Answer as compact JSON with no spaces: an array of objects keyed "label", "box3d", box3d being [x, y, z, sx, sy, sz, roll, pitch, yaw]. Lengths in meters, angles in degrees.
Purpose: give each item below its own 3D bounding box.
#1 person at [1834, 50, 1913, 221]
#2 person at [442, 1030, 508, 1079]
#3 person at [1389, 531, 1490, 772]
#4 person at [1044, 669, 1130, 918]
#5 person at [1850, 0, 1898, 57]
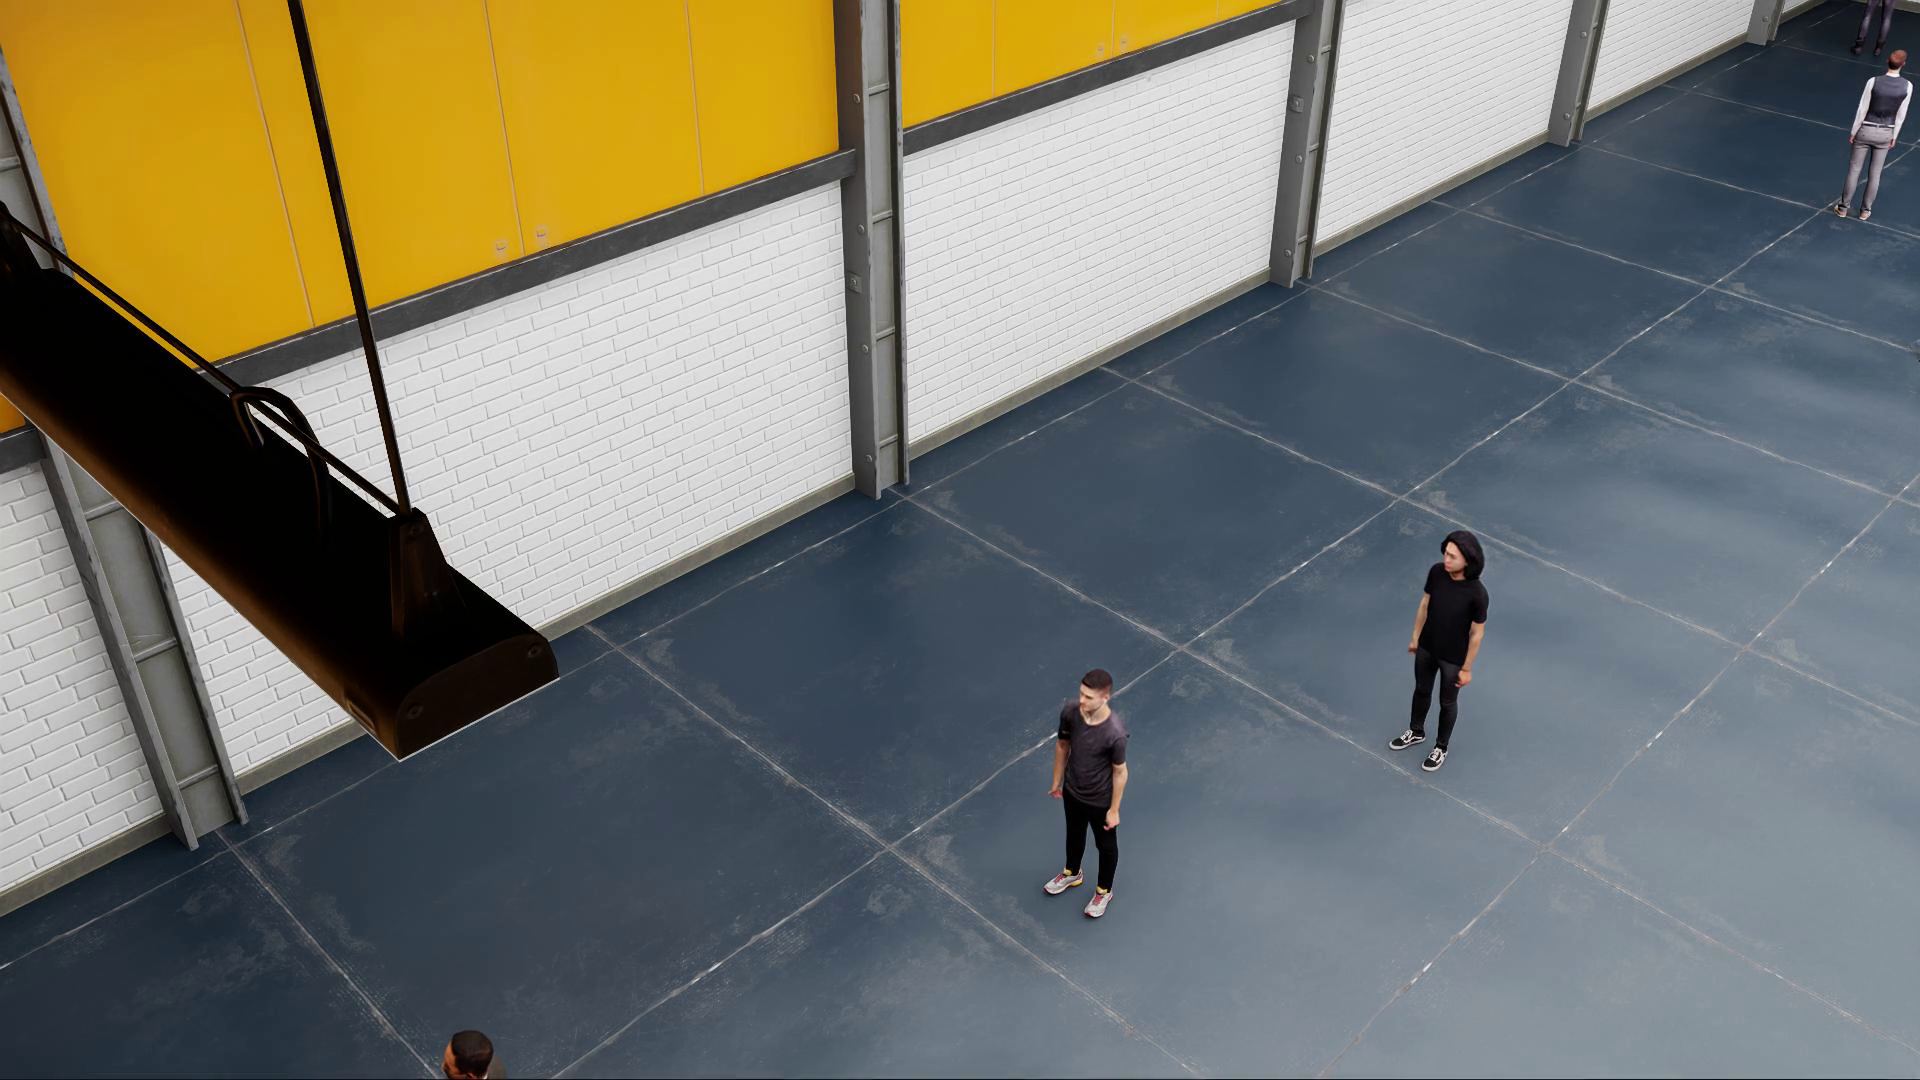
[{"label":"person","box3d":[10.404,-4.617,18.915,0.730,1.937,0.704,13,36,19]},{"label":"person","box3d":[-2.158,2.910,7.712,0.712,1.805,0.755,-11,35,-16]},{"label":"person","box3d":[3.215,0.704,11.004,0.554,1.835,0.667,-23,40,-30]},{"label":"person","box3d":[0.785,1.485,9.892,0.652,1.763,0.544,26,41,33]},{"label":"person","box3d":[13.360,-7.951,24.027,0.748,1.832,0.749,10,35,15]}]
